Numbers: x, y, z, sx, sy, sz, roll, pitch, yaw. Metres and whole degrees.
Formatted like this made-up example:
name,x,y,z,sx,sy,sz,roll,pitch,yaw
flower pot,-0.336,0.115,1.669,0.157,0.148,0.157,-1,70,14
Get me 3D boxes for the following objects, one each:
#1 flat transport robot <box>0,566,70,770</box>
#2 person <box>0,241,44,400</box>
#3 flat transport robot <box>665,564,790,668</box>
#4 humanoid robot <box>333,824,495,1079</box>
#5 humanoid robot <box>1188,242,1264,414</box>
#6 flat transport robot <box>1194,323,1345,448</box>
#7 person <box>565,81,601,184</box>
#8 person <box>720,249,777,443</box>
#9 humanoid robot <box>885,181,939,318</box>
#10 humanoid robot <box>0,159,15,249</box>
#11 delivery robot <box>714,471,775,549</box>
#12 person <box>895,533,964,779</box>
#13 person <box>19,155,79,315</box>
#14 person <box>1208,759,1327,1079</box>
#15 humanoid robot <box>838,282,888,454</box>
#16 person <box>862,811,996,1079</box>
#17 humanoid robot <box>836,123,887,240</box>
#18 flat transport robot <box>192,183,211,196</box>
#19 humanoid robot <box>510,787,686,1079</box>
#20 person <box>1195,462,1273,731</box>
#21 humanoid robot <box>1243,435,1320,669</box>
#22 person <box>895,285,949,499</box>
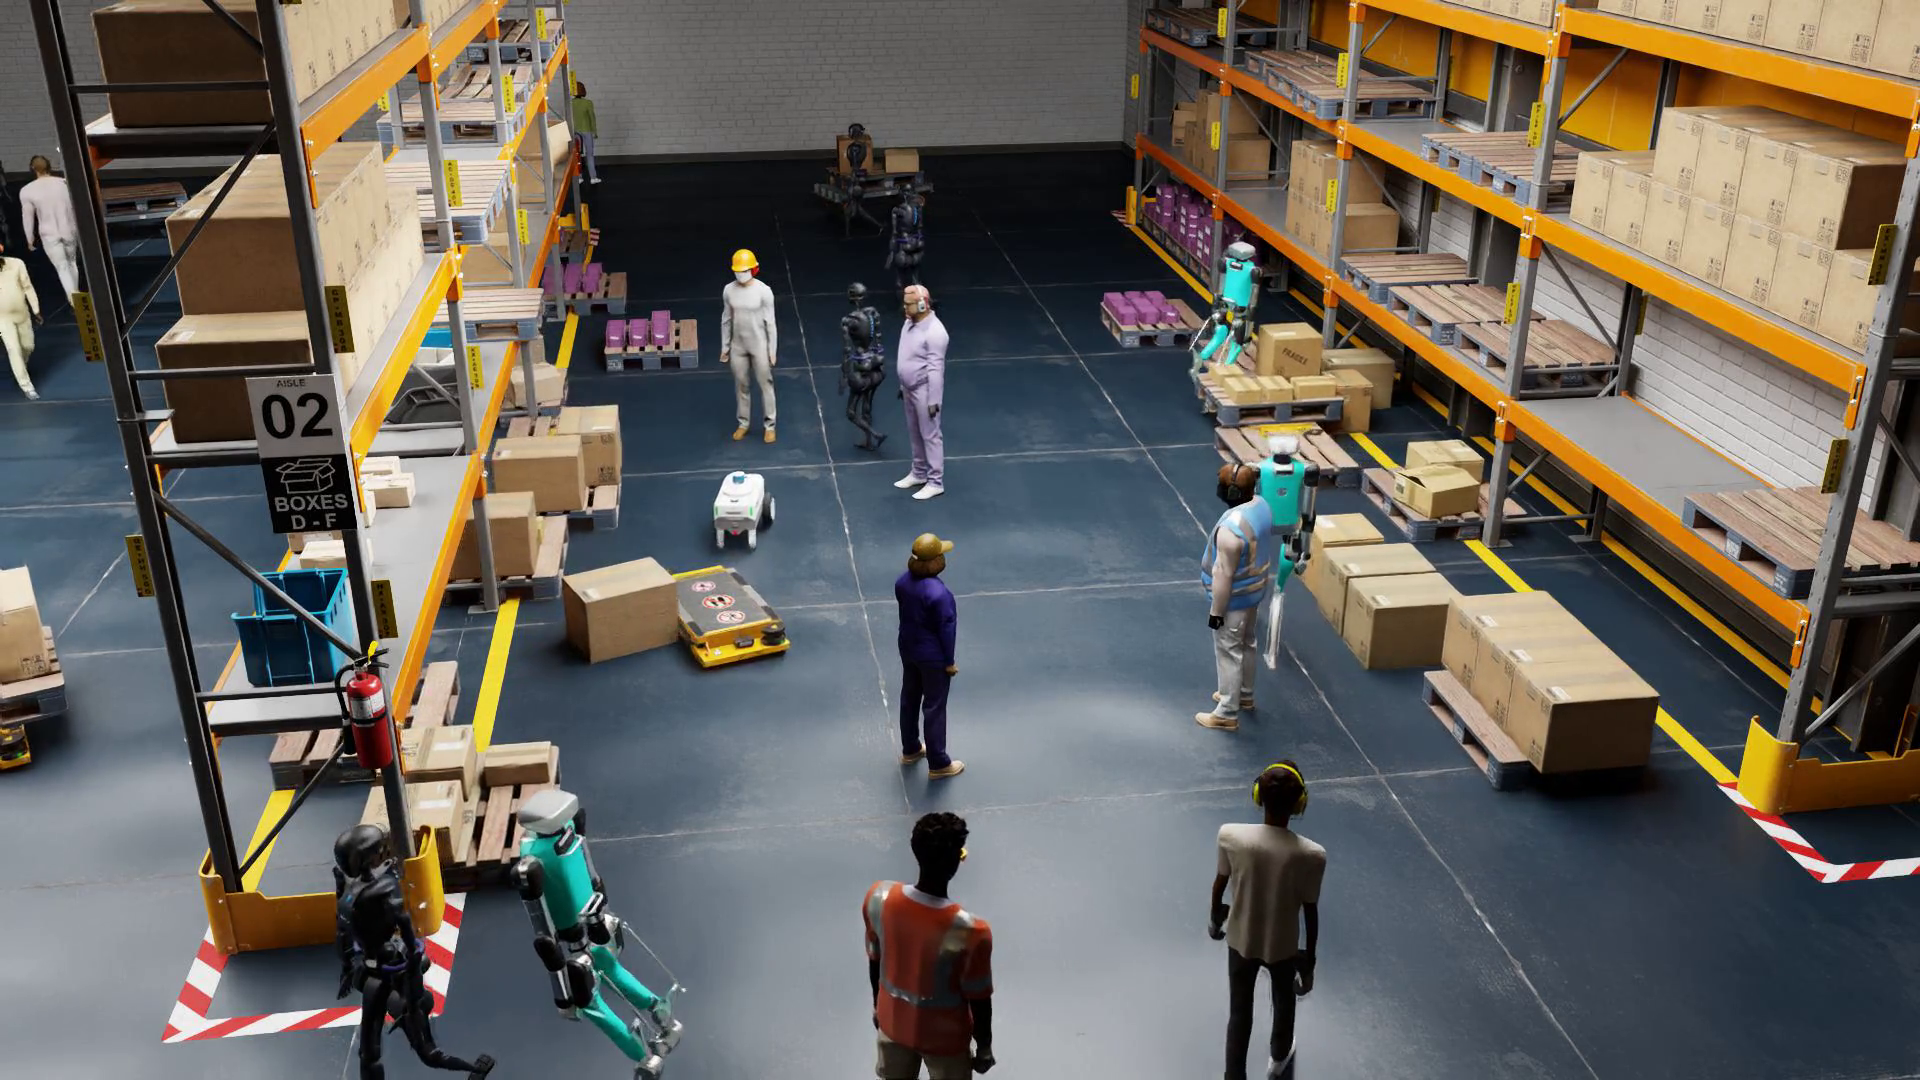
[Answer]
name,x,y,z,sx,sy,sz,roll,pitch,yaw
flat transport robot,-6.569,1.179,10.991,0.659,0.231,1.431,-14,27,-28
person,-9.861,-2.358,17.227,0.762,1.726,0.558,17,29,34
flat transport robot,-1.846,0.531,12.469,0.659,0.231,1.431,-12,26,-25
humanoid robot,-2.531,1.954,7.523,0.601,1.655,0.700,17,29,34
humanoid robot,2.583,-2.037,16.472,0.717,1.771,0.560,-19,30,-37
flat transport robot,3.040,-1.176,16.357,0.659,0.231,1.431,-3,24,-8
person,-6.145,-6.626,27.071,0.497,1.633,0.278,4,24,8
person,-2.020,-1.849,15.879,0.565,1.888,0.378,6,24,14
humanoid robot,-0.577,-3.434,19.771,0.583,1.642,0.590,17,29,34
humanoid robot,-13.418,-4.807,22.896,0.608,1.635,0.656,-14,27,-28
delivery robot,-1.846,-0.283,13.957,0.499,0.587,0.769,0,24,1
person,-0.193,0.708,10.376,0.338,1.624,0.457,-19,30,-36
person,-10.912,-3.679,20.024,0.657,1.903,0.899,-22,32,-40
person,1.397,1.788,7.659,0.511,1.841,0.831,6,24,14
humanoid robot,-0.845,-1.596,15.560,0.456,1.637,0.606,16,28,32
person,-0.127,2.013,7.001,0.603,1.955,0.394,14,27,29
humanoid robot,-1.401,-5.049,23.471,0.708,1.632,0.589,0,24,0
flat transport robot,-11.330,-5.563,26.353,0.659,0.231,1.431,18,29,35
humanoid robot,-1.525,1.965,7.452,0.752,1.832,0.559,5,24,12
person,1.790,0.361,10.918,0.431,1.835,0.622,13,27,26
humanoid robot,2.210,0.009,11.934,0.533,1.831,0.867,0,24,1
person,-0.360,-1.310,14.634,0.406,1.904,0.647,-12,26,-25
